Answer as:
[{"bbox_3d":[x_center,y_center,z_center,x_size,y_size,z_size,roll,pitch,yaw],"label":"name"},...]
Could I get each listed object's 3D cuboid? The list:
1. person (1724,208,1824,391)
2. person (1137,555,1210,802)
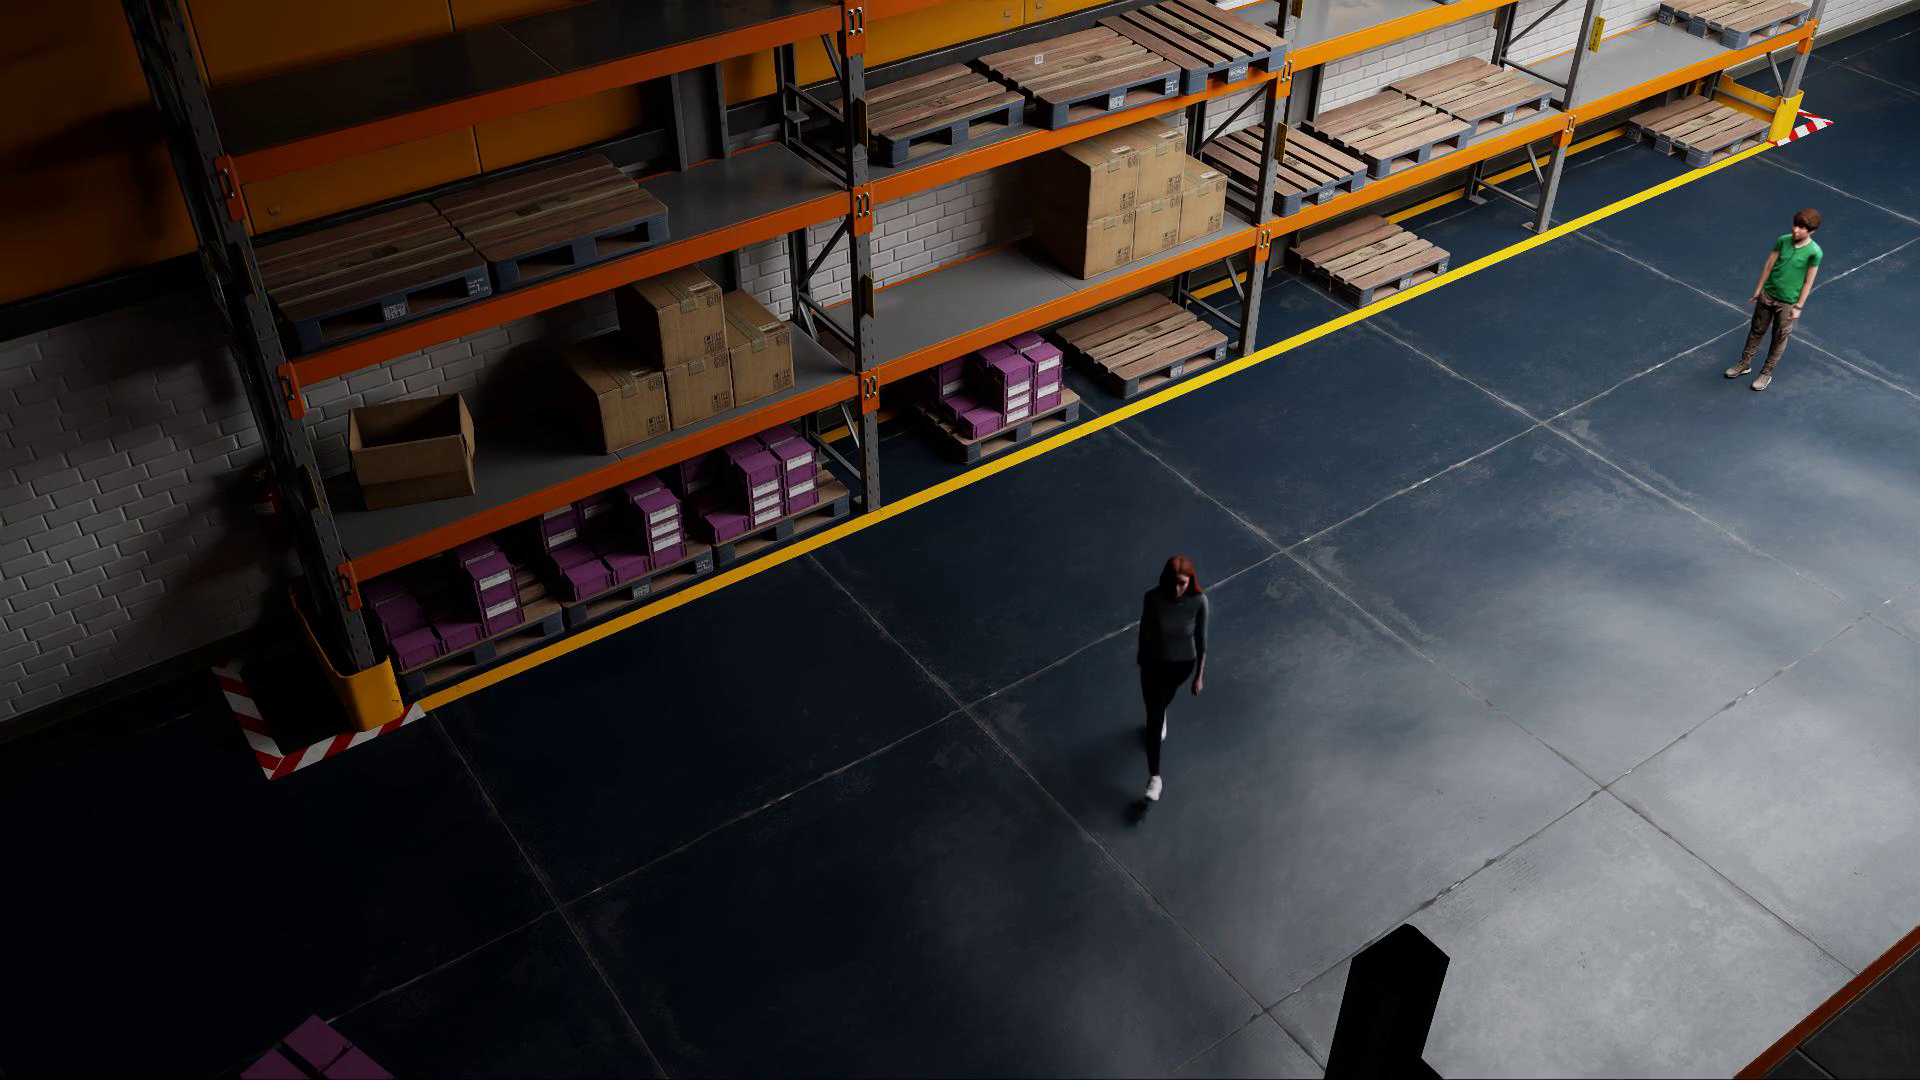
[{"bbox_3d":[6.987,-2.071,14.146,0.526,1.648,0.582,-26,45,-29],"label":"person"},{"bbox_3d":[1.340,0.741,10.588,1.091,1.694,1.149,6,39,8],"label":"person"}]
